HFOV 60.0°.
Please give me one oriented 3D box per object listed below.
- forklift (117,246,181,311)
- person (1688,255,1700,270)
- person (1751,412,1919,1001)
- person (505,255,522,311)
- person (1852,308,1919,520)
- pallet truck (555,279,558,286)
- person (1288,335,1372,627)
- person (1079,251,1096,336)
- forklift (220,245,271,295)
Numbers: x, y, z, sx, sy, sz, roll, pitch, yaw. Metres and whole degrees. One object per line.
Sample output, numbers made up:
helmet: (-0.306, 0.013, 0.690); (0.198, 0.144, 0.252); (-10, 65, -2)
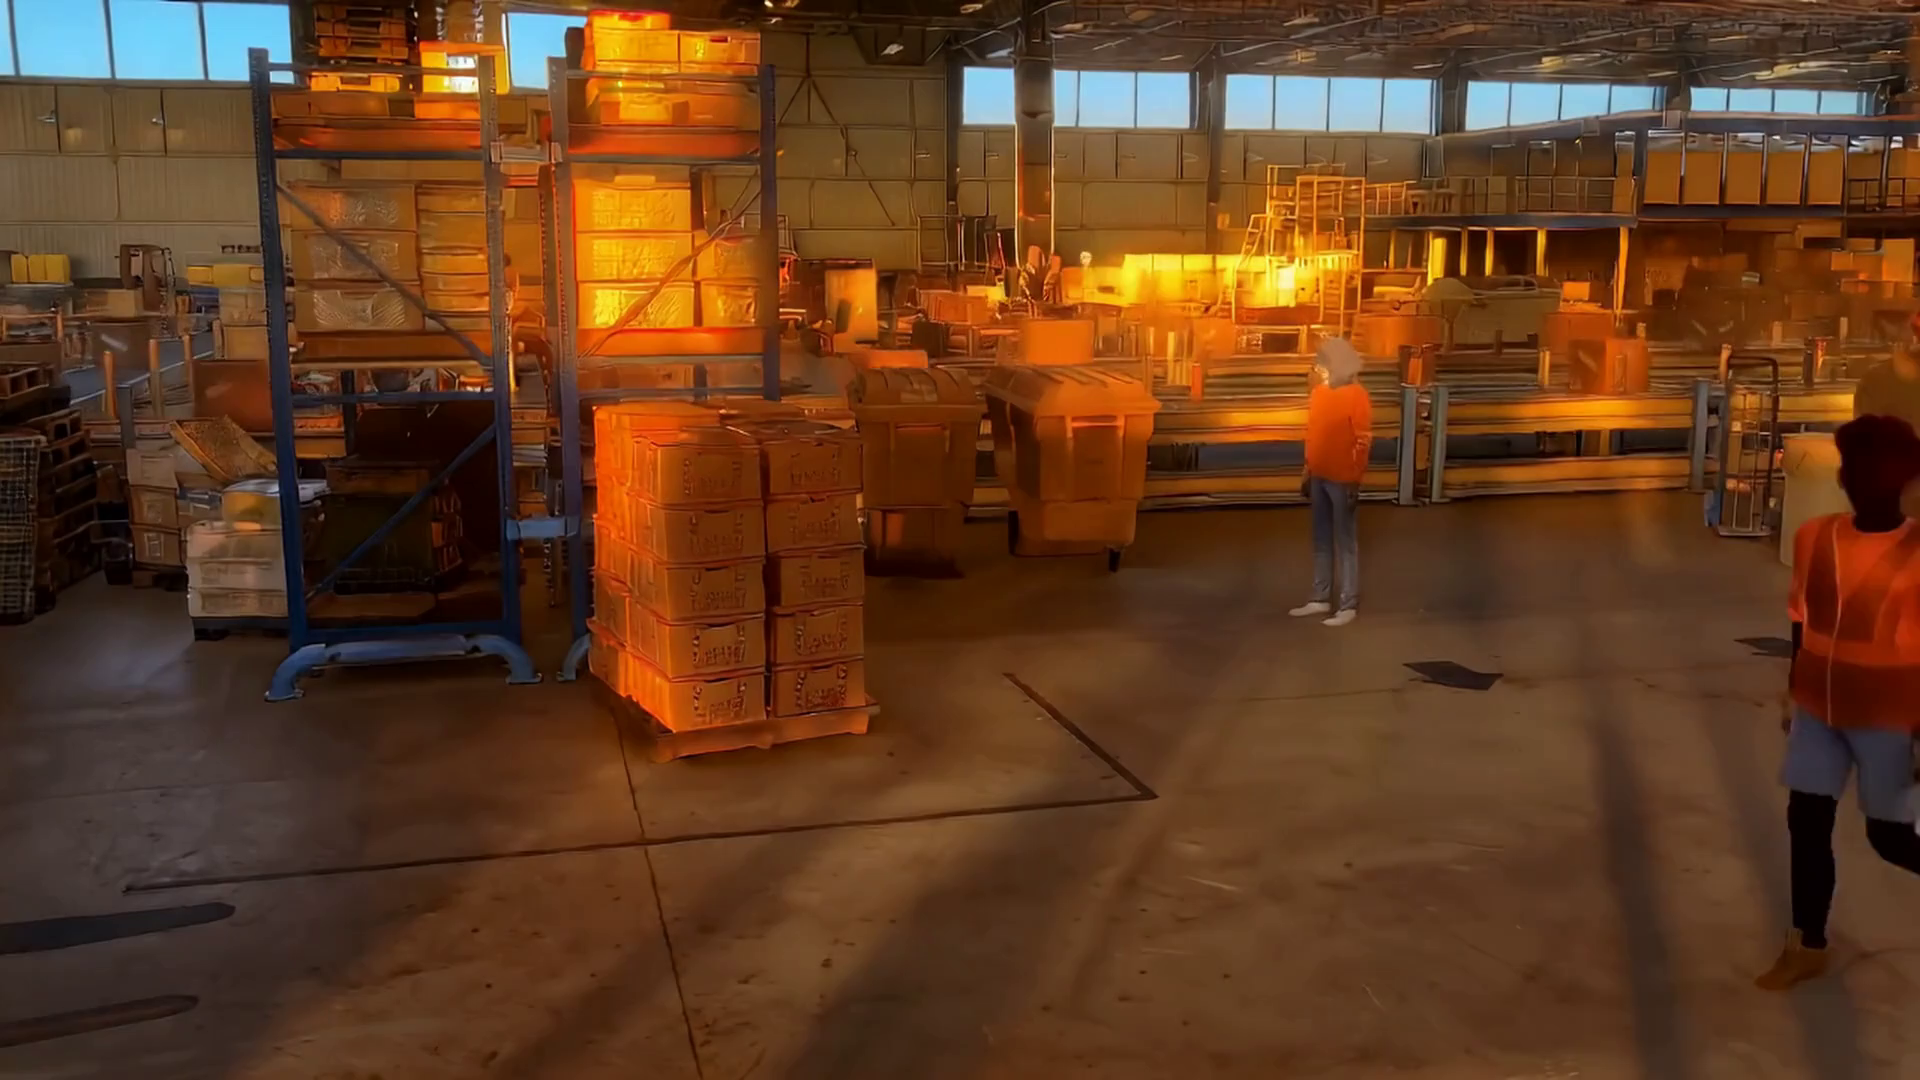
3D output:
forklift: (-19.966, -6.232, 40.894); (1.157, 1.987, 2.680); (-3, 10, -15)
person: (21.799, -7.525, 49.428); (0.423, 1.868, 0.607); (1, 10, 6)
person: (2.604, 0.470, 4.688); (0.643, 1.676, 0.539); (-5, 11, -26)
person: (-11.903, -6.574, 43.937); (0.643, 1.908, 0.399); (-7, 12, -36)
person: (4.452, -0.143, 7.623); (0.679, 1.869, 0.911); (-1, 10, -3)
pallet truck: (-10.604, -6.375, 44.520); (0.653, 1.274, 1.630); (-3, 10, -15)
person: (2.102, -0.333, 9.372); (0.287, 1.633, 0.497); (-5, 11, -26)
person: (2.957, -5.827, 39.383); (0.681, 2.017, 0.633); (4, 11, 19)
forklift: (-17.749, -6.334, 41.440); (1.157, 1.987, 2.680); (-3, 10, -17)
